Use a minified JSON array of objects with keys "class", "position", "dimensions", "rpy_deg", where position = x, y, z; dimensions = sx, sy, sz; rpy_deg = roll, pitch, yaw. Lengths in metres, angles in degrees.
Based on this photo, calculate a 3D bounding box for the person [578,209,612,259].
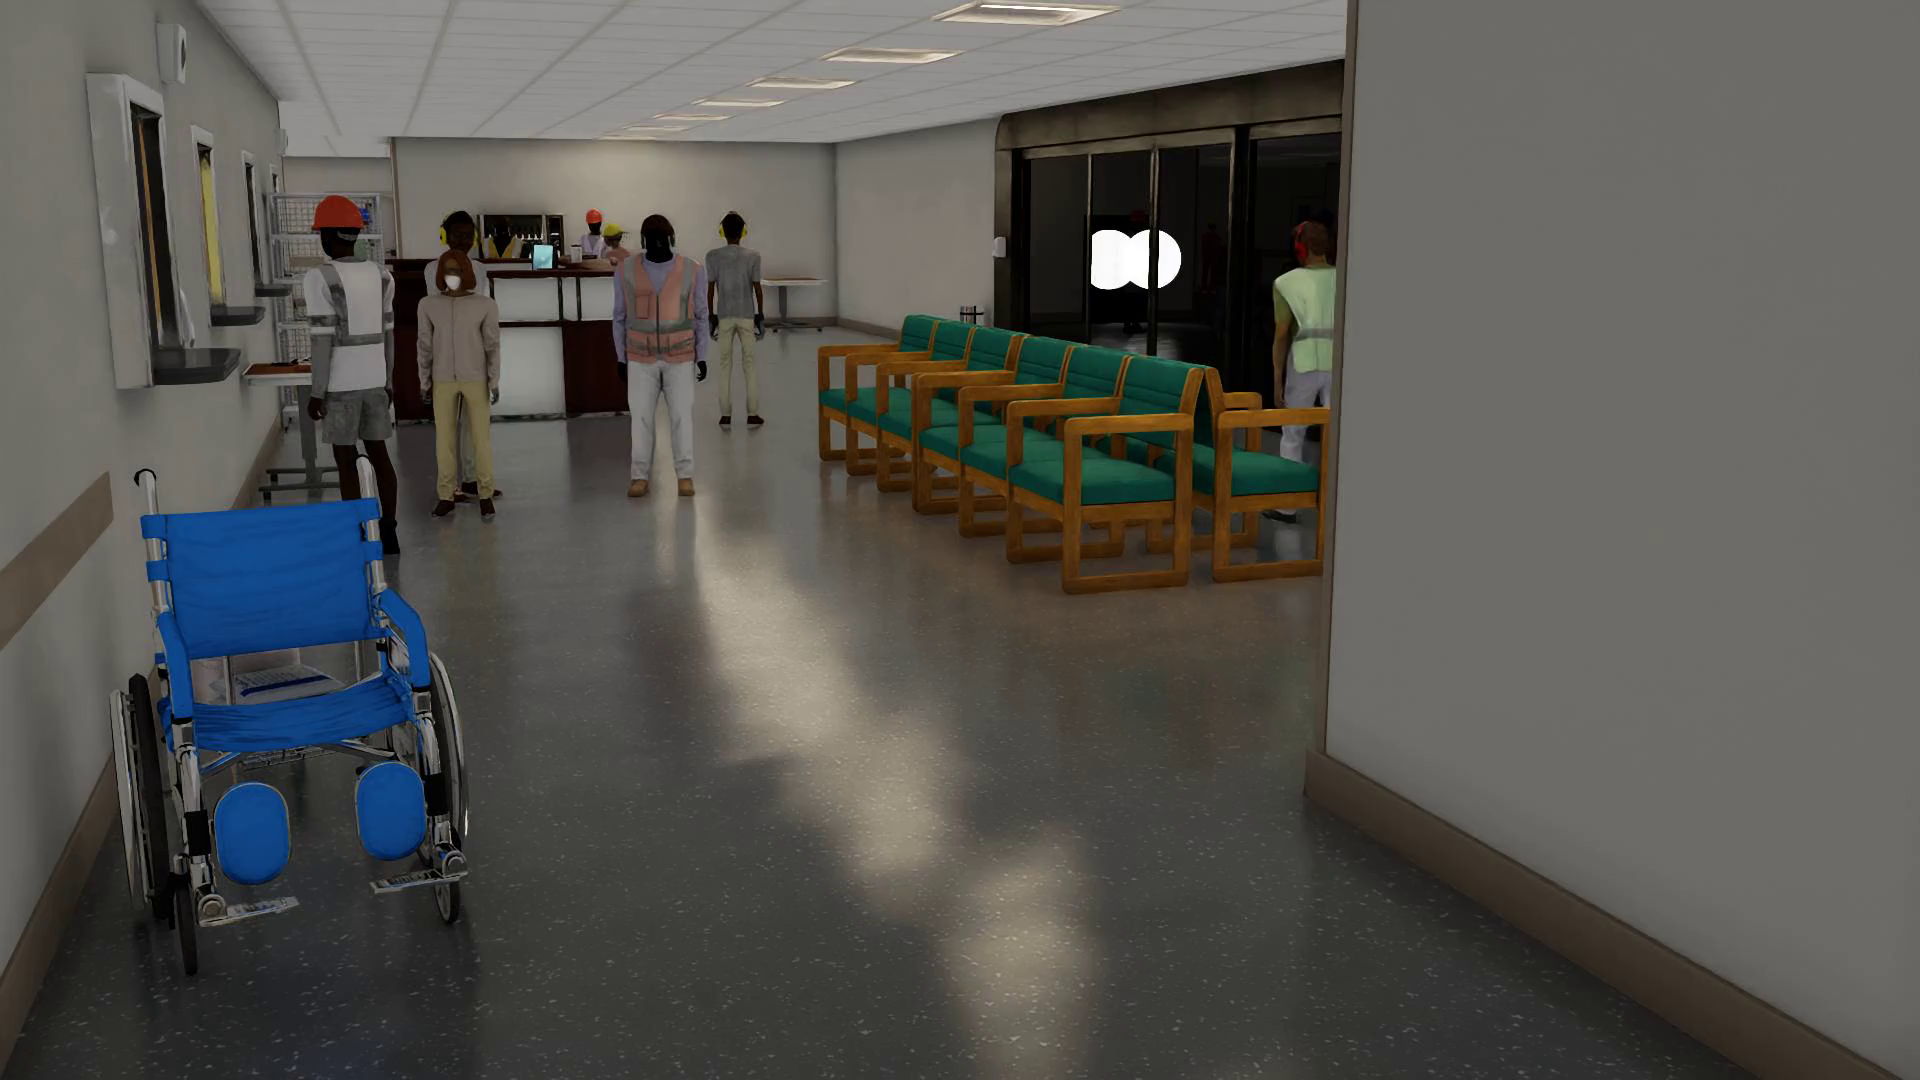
[{"class":"person","position":[-5.135,-3.697,23.508],"dimensions":[0.545,1.929,0.390],"rpy_deg":[2,11,11]}]

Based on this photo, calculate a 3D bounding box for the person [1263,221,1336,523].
[{"class":"person","position":[2.104,-0.953,9.783],"dimensions":[0.578,1.807,0.658],"rpy_deg":[-1,11,-6]}]

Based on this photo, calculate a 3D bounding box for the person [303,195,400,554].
[{"class":"person","position":[-3.253,-0.848,8.862],"dimensions":[0.358,1.938,0.548],"rpy_deg":[6,12,27]}]

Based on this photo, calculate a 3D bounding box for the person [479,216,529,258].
[{"class":"person","position":[-5.678,-3.109,20.752],"dimensions":[0.619,1.835,0.430],"rpy_deg":[-1,11,-3]}]

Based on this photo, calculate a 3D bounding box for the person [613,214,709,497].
[{"class":"person","position":[-1.955,-1.199,10.910],"dimensions":[0.624,1.844,0.430],"rpy_deg":[-1,11,-6]}]

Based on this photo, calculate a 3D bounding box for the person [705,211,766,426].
[{"class":"person","position":[-1.962,-1.928,14.571],"dimensions":[0.514,1.876,0.328],"rpy_deg":[0,11,-1]}]

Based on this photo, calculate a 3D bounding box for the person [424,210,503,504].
[{"class":"person","position":[-3.205,-1.178,10.743],"dimensions":[0.329,1.865,0.513],"rpy_deg":[6,13,28]}]

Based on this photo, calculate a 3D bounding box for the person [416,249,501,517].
[{"class":"person","position":[-3.061,-0.954,10.190],"dimensions":[0.499,1.633,0.286],"rpy_deg":[-1,11,-7]}]
